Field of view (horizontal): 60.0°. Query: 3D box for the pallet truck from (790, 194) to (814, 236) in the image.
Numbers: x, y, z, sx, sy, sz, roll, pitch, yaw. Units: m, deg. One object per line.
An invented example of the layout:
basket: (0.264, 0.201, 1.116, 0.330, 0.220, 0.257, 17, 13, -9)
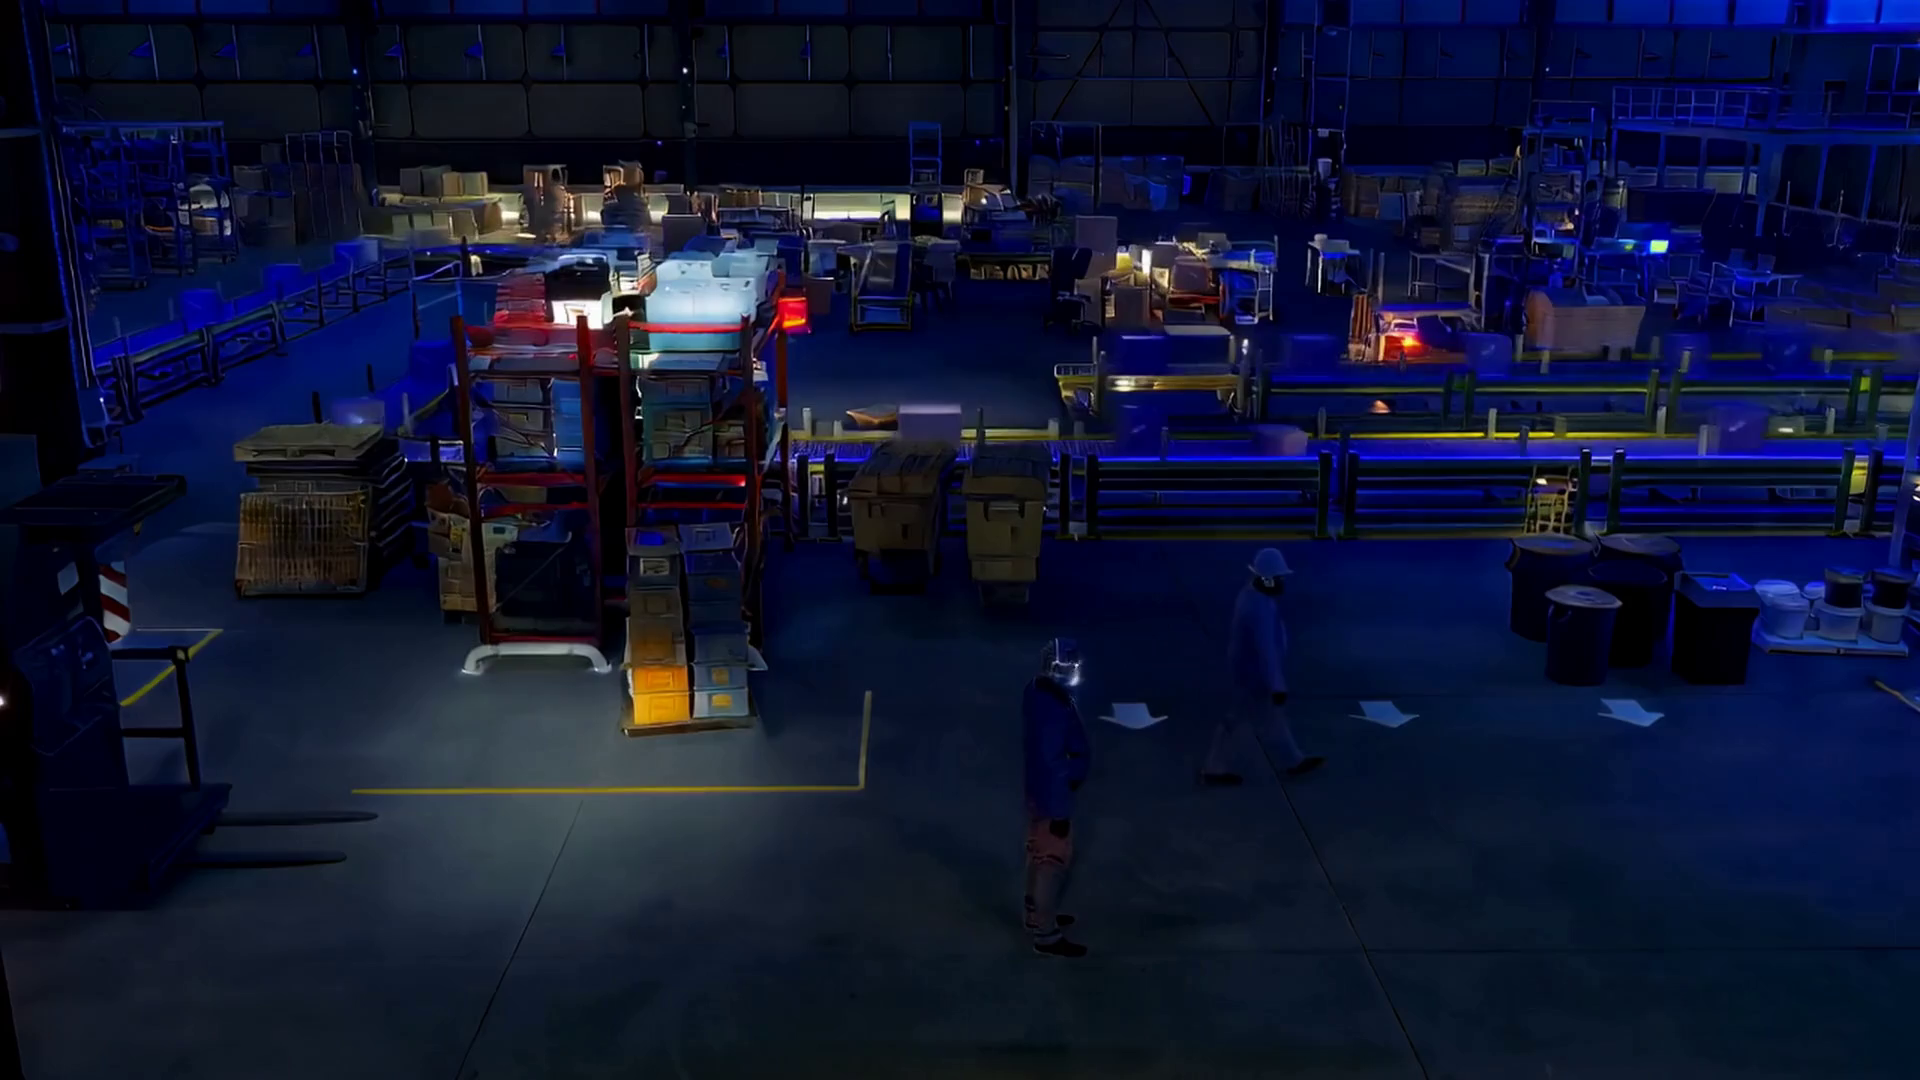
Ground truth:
pallet truck: (-4.814, -9.883, 50.259, 0.704, 1.261, 1.522, -1, 16, -3)

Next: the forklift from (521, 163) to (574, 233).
forklift: (-12.233, -10.122, 49.298, 1.157, 1.987, 2.680, 0, 16, -1)

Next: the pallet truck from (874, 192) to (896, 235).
pallet truck: (-2.277, -9.986, 50.594, 0.653, 1.274, 1.630, 0, 16, -1)

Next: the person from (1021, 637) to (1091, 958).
person: (0.561, 1.472, 9.692, 0.400, 1.910, 0.643, -1, 16, -4)

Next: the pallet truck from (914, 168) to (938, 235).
pallet truck: (-0.989, -10.316, 50.507, 0.823, 1.965, 1.885, 1, 16, 3)

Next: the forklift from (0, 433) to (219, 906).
forklift: (-5.952, 0.780, 10.366, 1.873, 2.768, 1.129, 0, 16, -1)

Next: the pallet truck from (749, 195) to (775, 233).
pallet truck: (-6.051, -9.967, 50.660, 0.680, 1.201, 1.601, 0, 16, -1)

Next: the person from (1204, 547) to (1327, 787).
person: (2.187, 0.921, 11.821, 0.915, 1.780, 0.621, 0, 16, 1)

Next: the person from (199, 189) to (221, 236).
person: (-20.691, -8.921, 45.978, 0.585, 1.824, 0.404, 4, 16, 12)

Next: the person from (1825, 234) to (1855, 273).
person: (17.701, -5.289, 33.476, 0.530, 1.746, 0.659, 11, 19, 33)

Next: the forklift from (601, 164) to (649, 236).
forklift: (-9.948, -10.127, 49.296, 1.157, 1.987, 2.680, -1, 16, -3)

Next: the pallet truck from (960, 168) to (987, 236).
pallet truck: (0.383, -10.230, 50.206, 0.823, 1.965, 1.885, -1, 16, -3)

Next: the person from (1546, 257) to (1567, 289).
person: (10.157, -3.908, 28.461, 0.309, 1.868, 0.534, 13, 21, 38)
